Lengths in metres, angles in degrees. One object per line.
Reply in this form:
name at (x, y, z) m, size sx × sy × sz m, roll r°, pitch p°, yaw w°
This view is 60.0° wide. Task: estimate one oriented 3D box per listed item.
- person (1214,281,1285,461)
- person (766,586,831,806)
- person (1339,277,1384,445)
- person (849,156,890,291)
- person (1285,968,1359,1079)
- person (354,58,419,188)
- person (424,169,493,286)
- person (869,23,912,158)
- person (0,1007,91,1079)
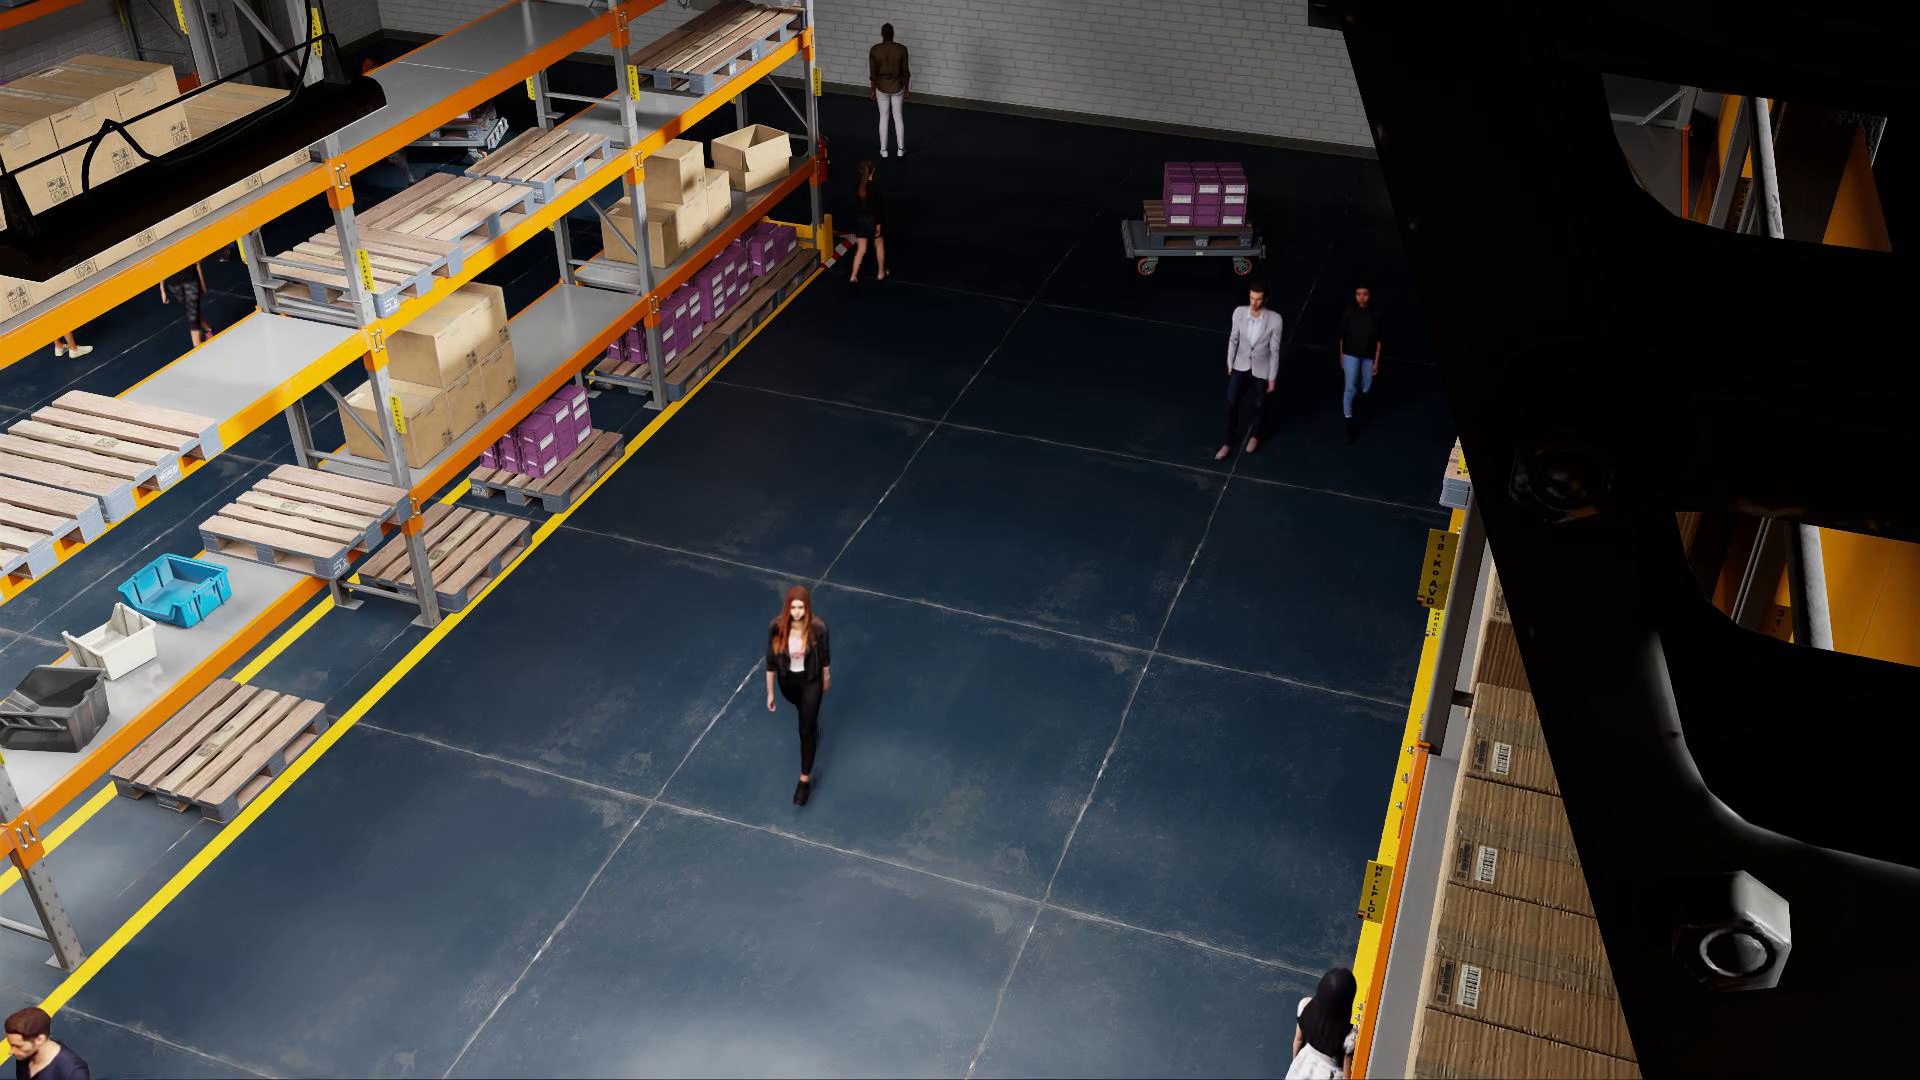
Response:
person at (2.860, -1.684, 16.007) m, size 0.739 × 1.826 × 0.869 m, roll 14°, pitch 36°, yaw 20°
person at (-1.153, 0.982, 12.148) m, size 0.766 × 1.657 × 1.232 m, roll 5°, pitch 34°, yaw 7°
person at (3.914, -1.821, 16.344) m, size 0.706 × 1.680 × 0.999 m, roll 4°, pitch 34°, yaw 6°
person at (-1.096, -3.640, 19.216) m, size 0.544 × 1.531 × 0.969 m, roll 11°, pitch 35°, yaw 16°
person at (1.954, 2.989, 9.028) m, size 0.799 × 1.769 × 0.776 m, roll -25°, pitch 41°, yaw -33°
person at (-7.598, -5.376, 21.642) m, size 1.025 × 1.737 × 1.157 m, roll -5°, pitch 34°, yaw -8°
person at (-5.881, -3.390, 18.772) m, size 1.204 × 1.606 × 0.983 m, roll -25°, pitch 41°, yaw -32°
person at (-0.953, -6.143, 22.717) m, size 0.798 × 1.825 × 0.742 m, roll -2°, pitch 34°, yaw -3°
person at (-4.610, 3.084, 8.843) m, size 0.828 × 1.814 × 1.248 m, roll 18°, pitch 38°, yaw 25°
